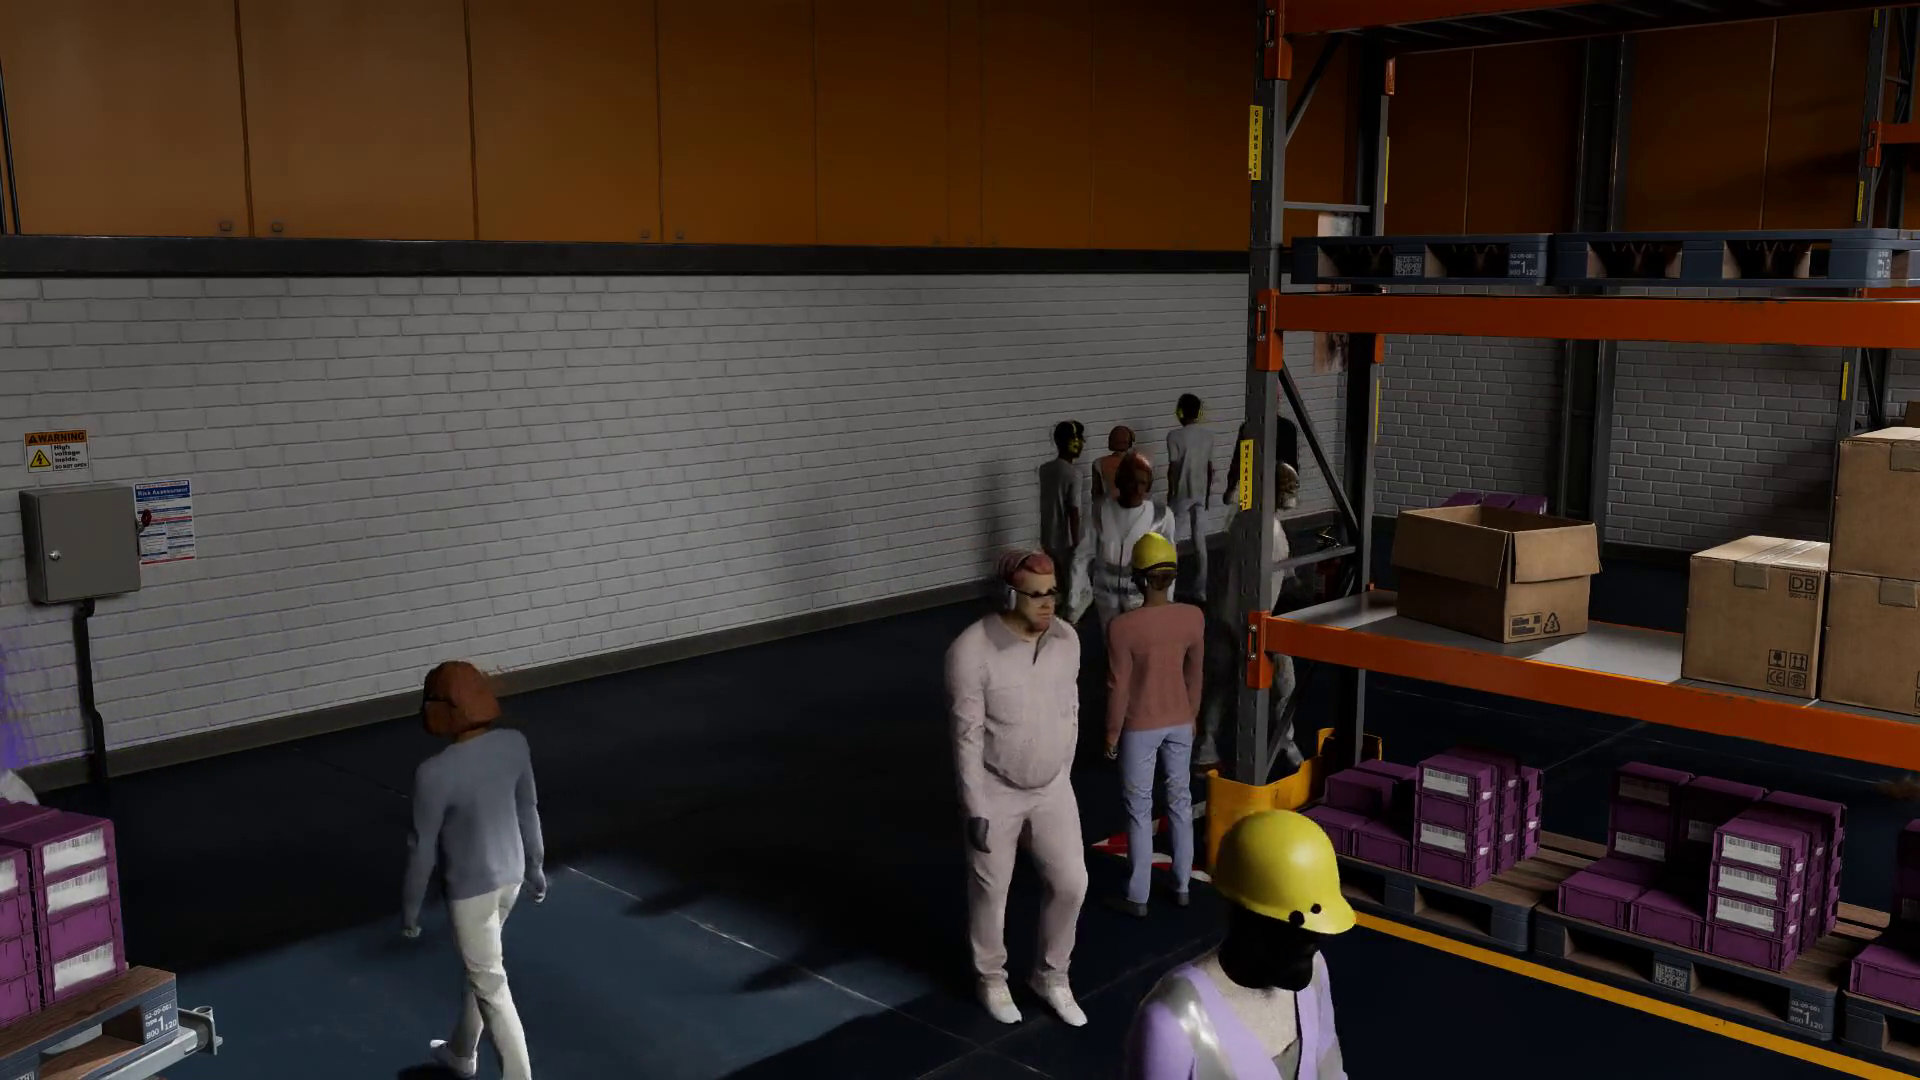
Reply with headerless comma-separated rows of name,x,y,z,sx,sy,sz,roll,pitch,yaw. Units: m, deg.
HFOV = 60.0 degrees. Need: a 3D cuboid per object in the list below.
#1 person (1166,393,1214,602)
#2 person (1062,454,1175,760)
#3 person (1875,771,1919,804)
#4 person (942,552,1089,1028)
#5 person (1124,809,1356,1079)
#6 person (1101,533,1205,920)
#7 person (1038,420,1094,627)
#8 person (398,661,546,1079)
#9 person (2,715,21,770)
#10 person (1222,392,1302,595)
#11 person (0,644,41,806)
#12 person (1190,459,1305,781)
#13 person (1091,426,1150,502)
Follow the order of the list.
person,1.993,-0.391,14.918,0.551,1.840,0.774,-4,10,-24
person,0.967,0.396,10.110,0.613,1.822,1.014,4,10,21
person,5.480,0.632,8.824,0.964,1.796,0.639,8,12,41
person,0.244,0.977,6.402,0.639,1.882,0.601,-5,10,-27
person,0.613,1.457,3.410,0.776,1.889,0.613,7,12,37
person,0.872,0.844,7.577,0.523,1.769,0.309,-5,11,-28
person,0.756,0.051,12.178,0.384,1.855,0.526,-7,11,-36
person,-1.760,1.211,5.833,0.762,1.599,0.510,5,10,28
person,-4.058,0.950,6.845,0.866,1.803,0.565,-8,12,-40
person,2.833,-0.480,15.229,0.656,1.947,1.033,-5,11,-29
person,-3.818,0.925,6.619,0.662,1.910,0.846,7,11,35
person,1.737,0.471,9.498,0.880,1.888,0.756,-1,9,-6
person,1.354,-0.147,14.053,0.513,1.636,0.309,4,10,23
